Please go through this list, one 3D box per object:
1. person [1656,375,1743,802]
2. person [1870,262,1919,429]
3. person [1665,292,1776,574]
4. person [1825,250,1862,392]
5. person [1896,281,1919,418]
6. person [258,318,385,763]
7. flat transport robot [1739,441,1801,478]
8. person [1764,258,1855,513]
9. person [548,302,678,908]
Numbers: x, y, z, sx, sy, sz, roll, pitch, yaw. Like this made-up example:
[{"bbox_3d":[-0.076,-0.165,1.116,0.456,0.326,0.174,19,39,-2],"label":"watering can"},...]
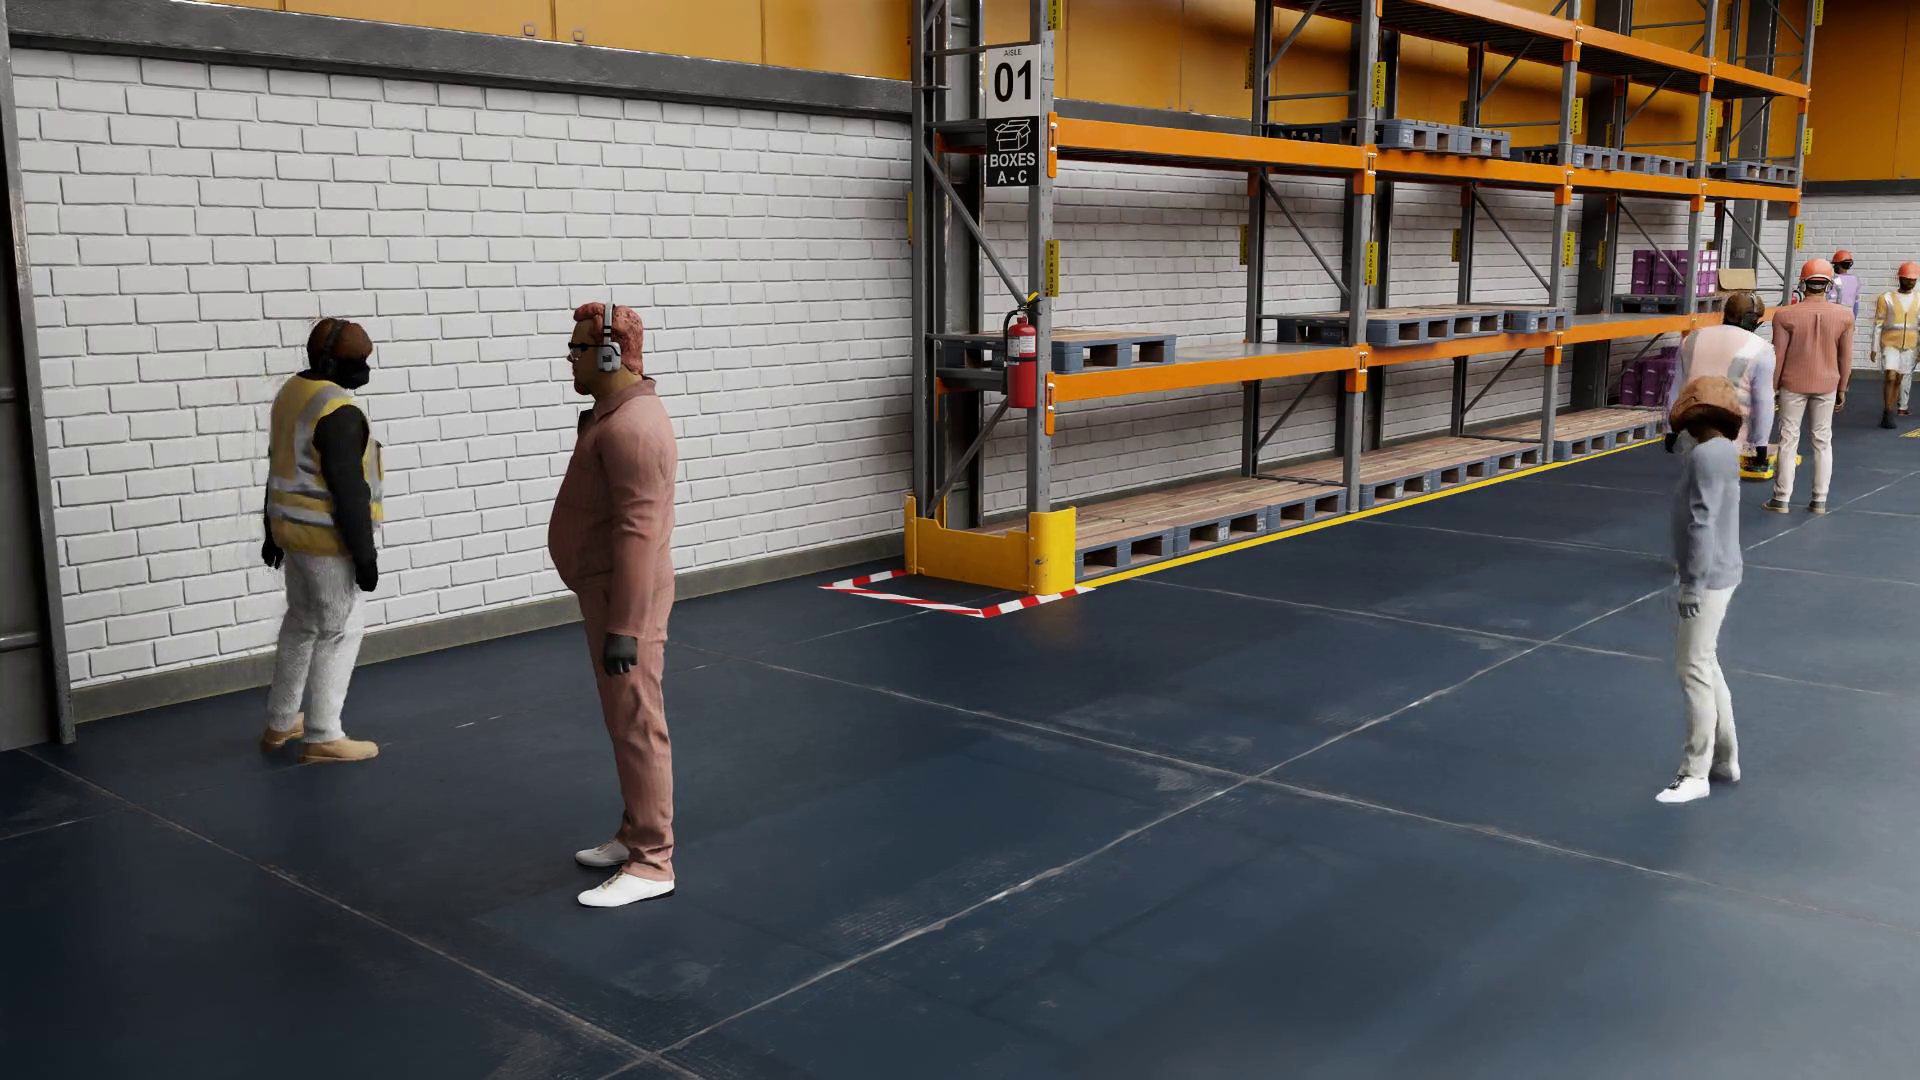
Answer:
[{"bbox_3d":[2.817,0.186,6.307,0.345,1.602,0.598,5,11,26],"label":"person"},{"bbox_3d":[10.793,-2.216,19.045,0.564,1.910,0.741,1,10,8],"label":"person"},{"bbox_3d":[4.897,-0.680,10.677,0.837,1.791,0.623,-6,12,-33],"label":"person"},{"bbox_3d":[12.677,-3.155,24.038,0.615,2.040,0.391,-4,11,-20],"label":"person"},{"bbox_3d":[11.793,-2.462,20.392,0.372,1.940,0.631,-8,13,-38],"label":"person"},{"bbox_3d":[-2.577,0.010,6.721,0.471,1.803,0.726,-9,13,-42],"label":"person"},{"bbox_3d":[7.288,-0.755,15.418,0.652,0.197,1.431,8,13,37],"label":"flat transport robot"},{"bbox_3d":[6.636,-1.198,13.031,0.615,1.994,0.381,2,10,9],"label":"person"},{"bbox_3d":[-1.098,0.202,5.314,0.409,1.907,0.651,-2,10,-12],"label":"person"}]
